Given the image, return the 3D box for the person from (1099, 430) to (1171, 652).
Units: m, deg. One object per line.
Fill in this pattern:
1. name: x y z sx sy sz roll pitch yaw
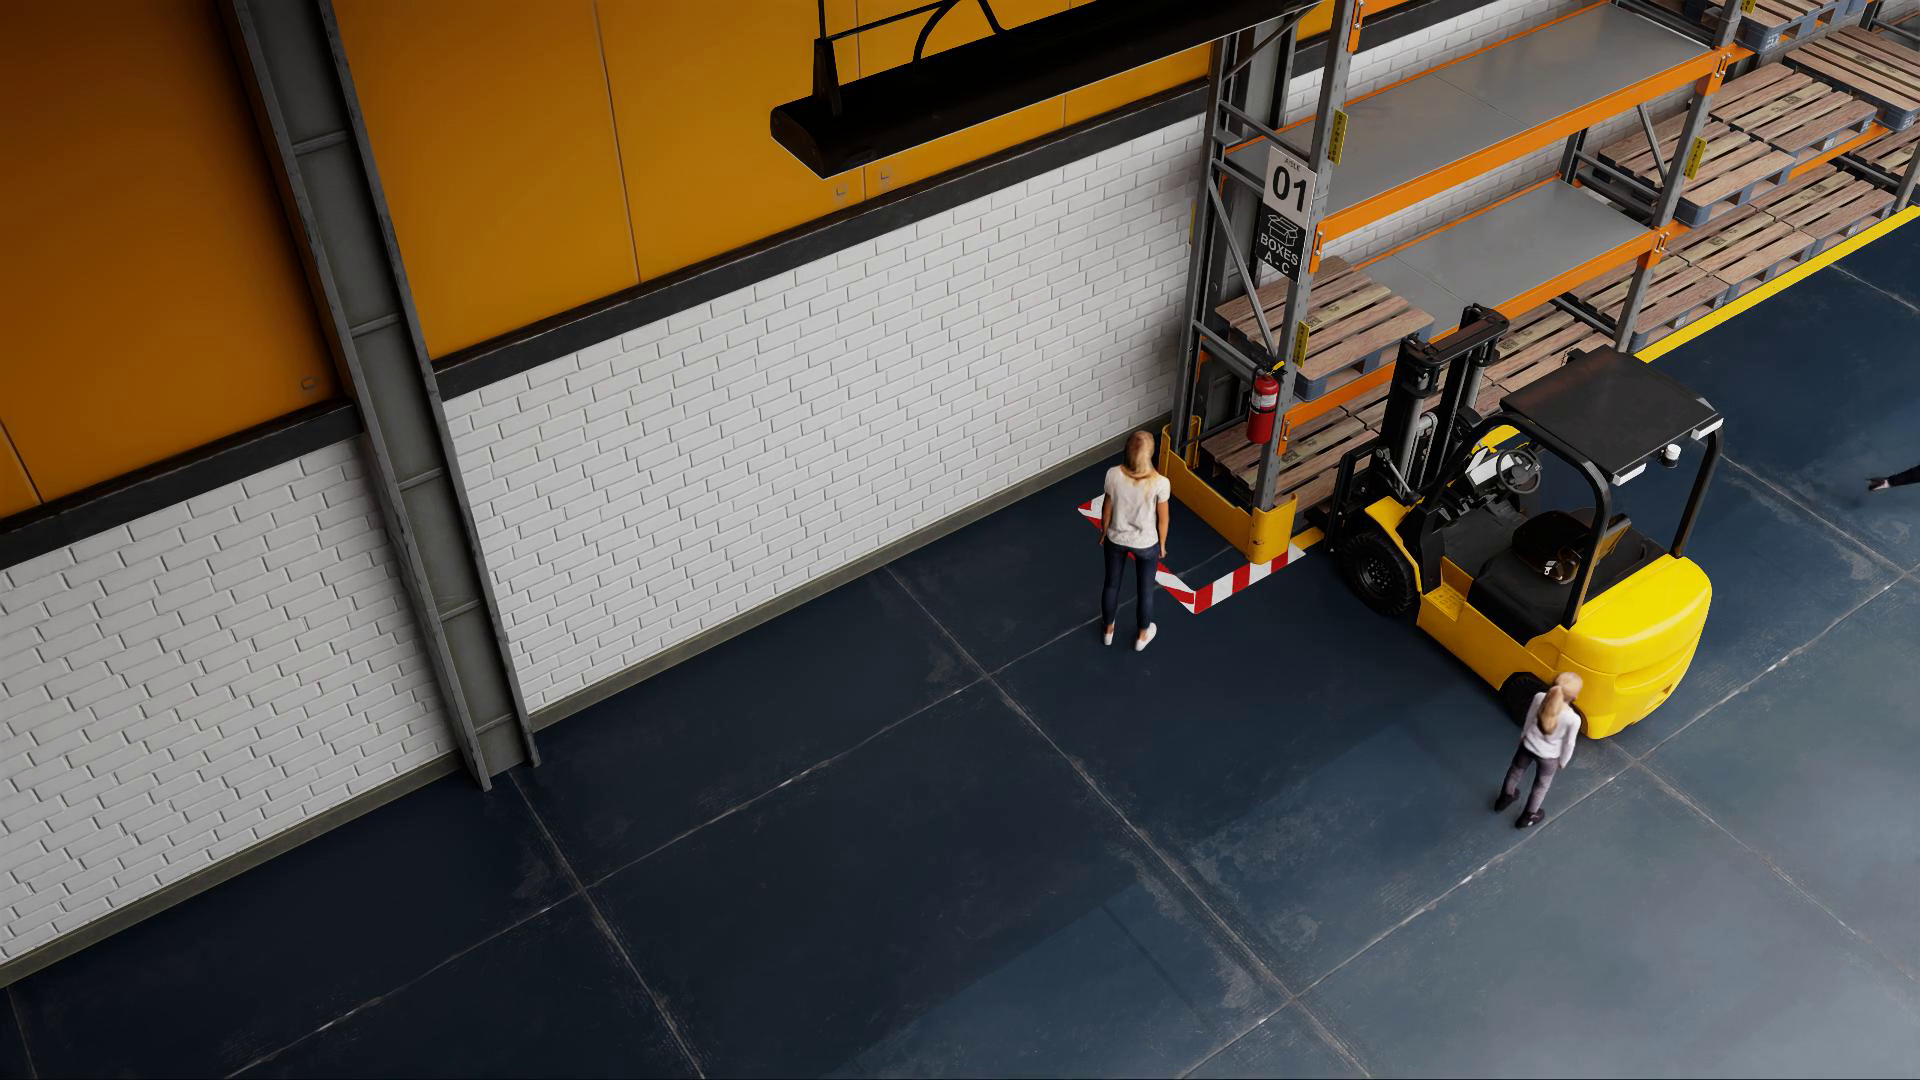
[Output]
1. person: 1.128 0.015 10.894 0.668 1.808 0.695 12 45 12

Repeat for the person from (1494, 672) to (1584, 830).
1. person: 3.482 1.250 9.983 0.506 1.277 0.496 -32 52 -29
